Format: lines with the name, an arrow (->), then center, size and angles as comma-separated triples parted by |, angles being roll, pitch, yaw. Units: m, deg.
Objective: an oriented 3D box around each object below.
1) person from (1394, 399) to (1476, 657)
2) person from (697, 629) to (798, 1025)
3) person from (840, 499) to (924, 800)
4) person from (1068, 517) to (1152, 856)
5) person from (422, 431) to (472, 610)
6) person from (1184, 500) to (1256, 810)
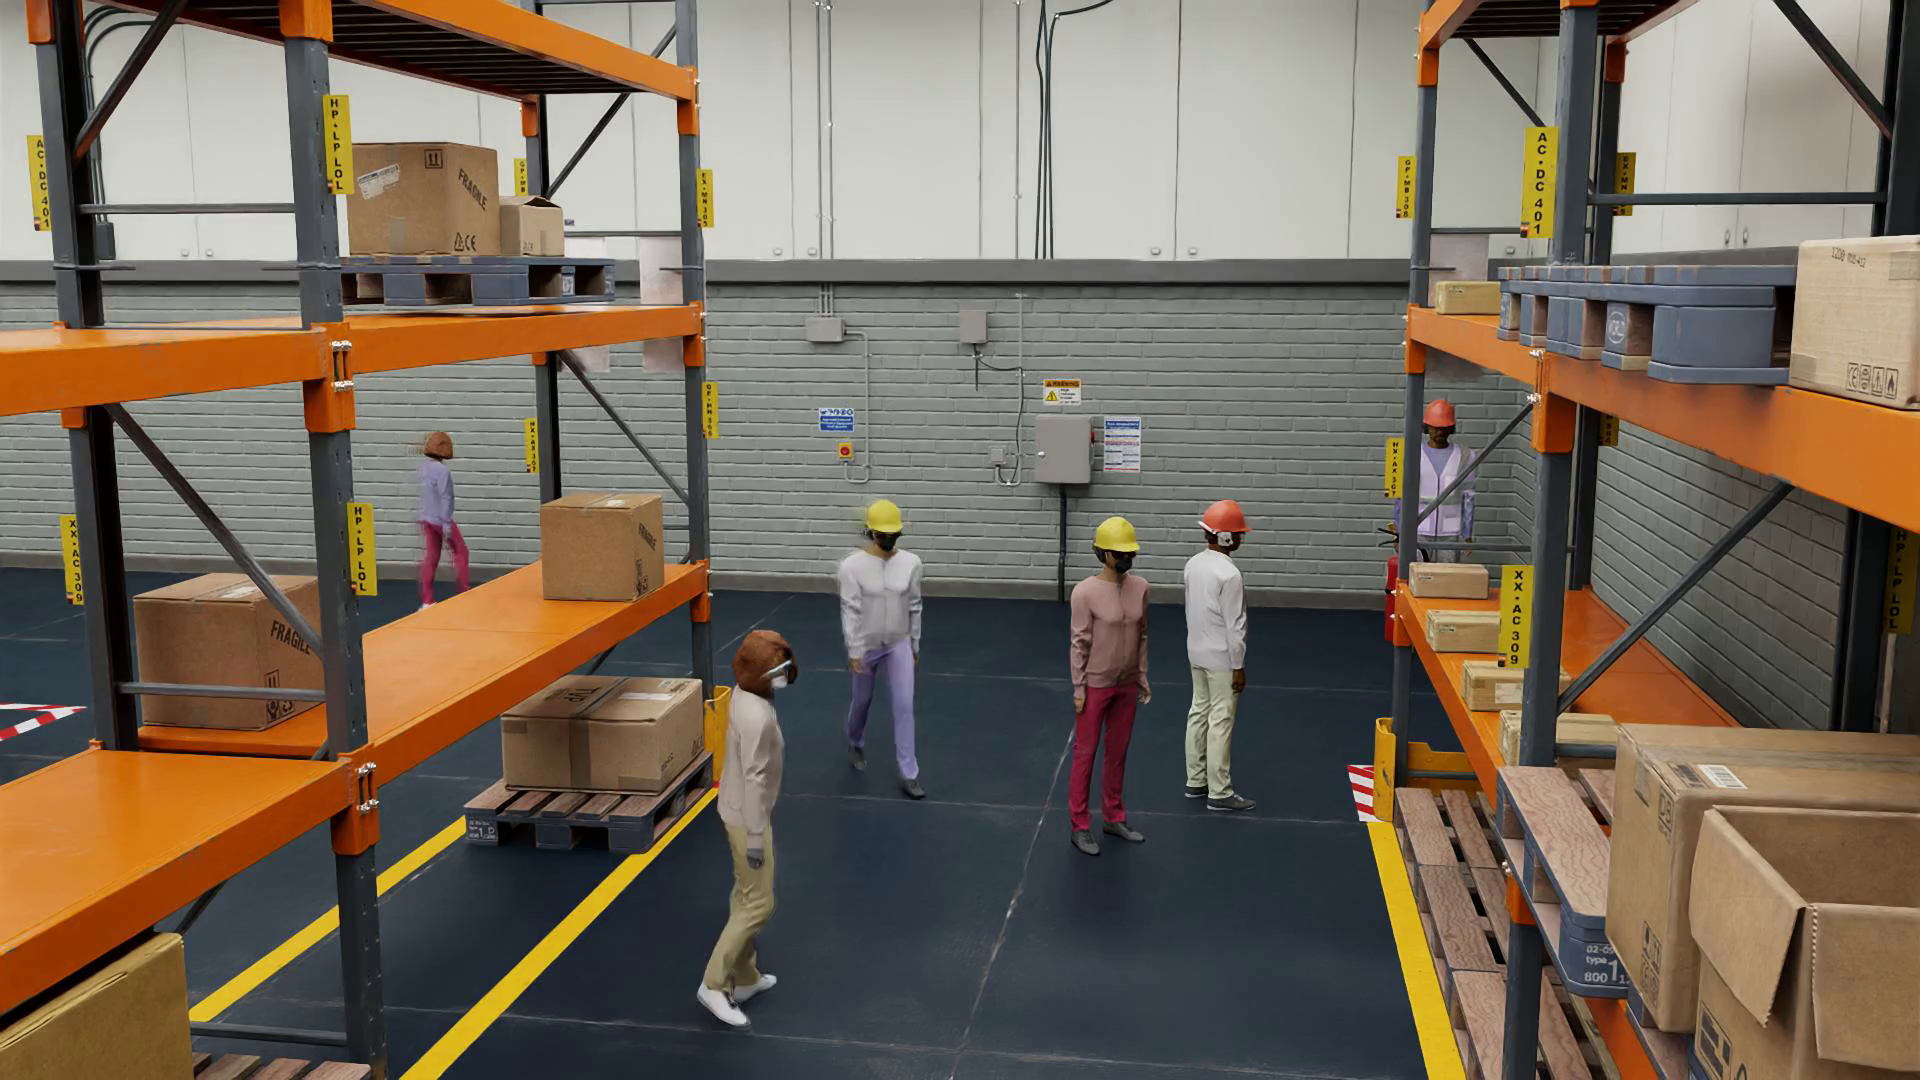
person -> 3.706, -0.081, 12.992 | 0.615, 2.040, 0.380 | 1, 9, 9
person -> -0.874, 1.137, 6.804 | 0.421, 1.618, 0.657 | -3, 10, -16
person -> -0.476, 0.593, 9.803 | 0.525, 1.723, 0.907 | -3, 10, -18
person -> 0.798, 0.750, 8.711 | 0.526, 1.769, 0.330 | -7, 11, -36
person -> -4.508, -0.161, 14.802 | 0.664, 1.612, 0.535 | -7, 12, -37
person -> 1.472, 0.643, 9.412 | 0.330, 1.751, 0.564 | -3, 10, -20
